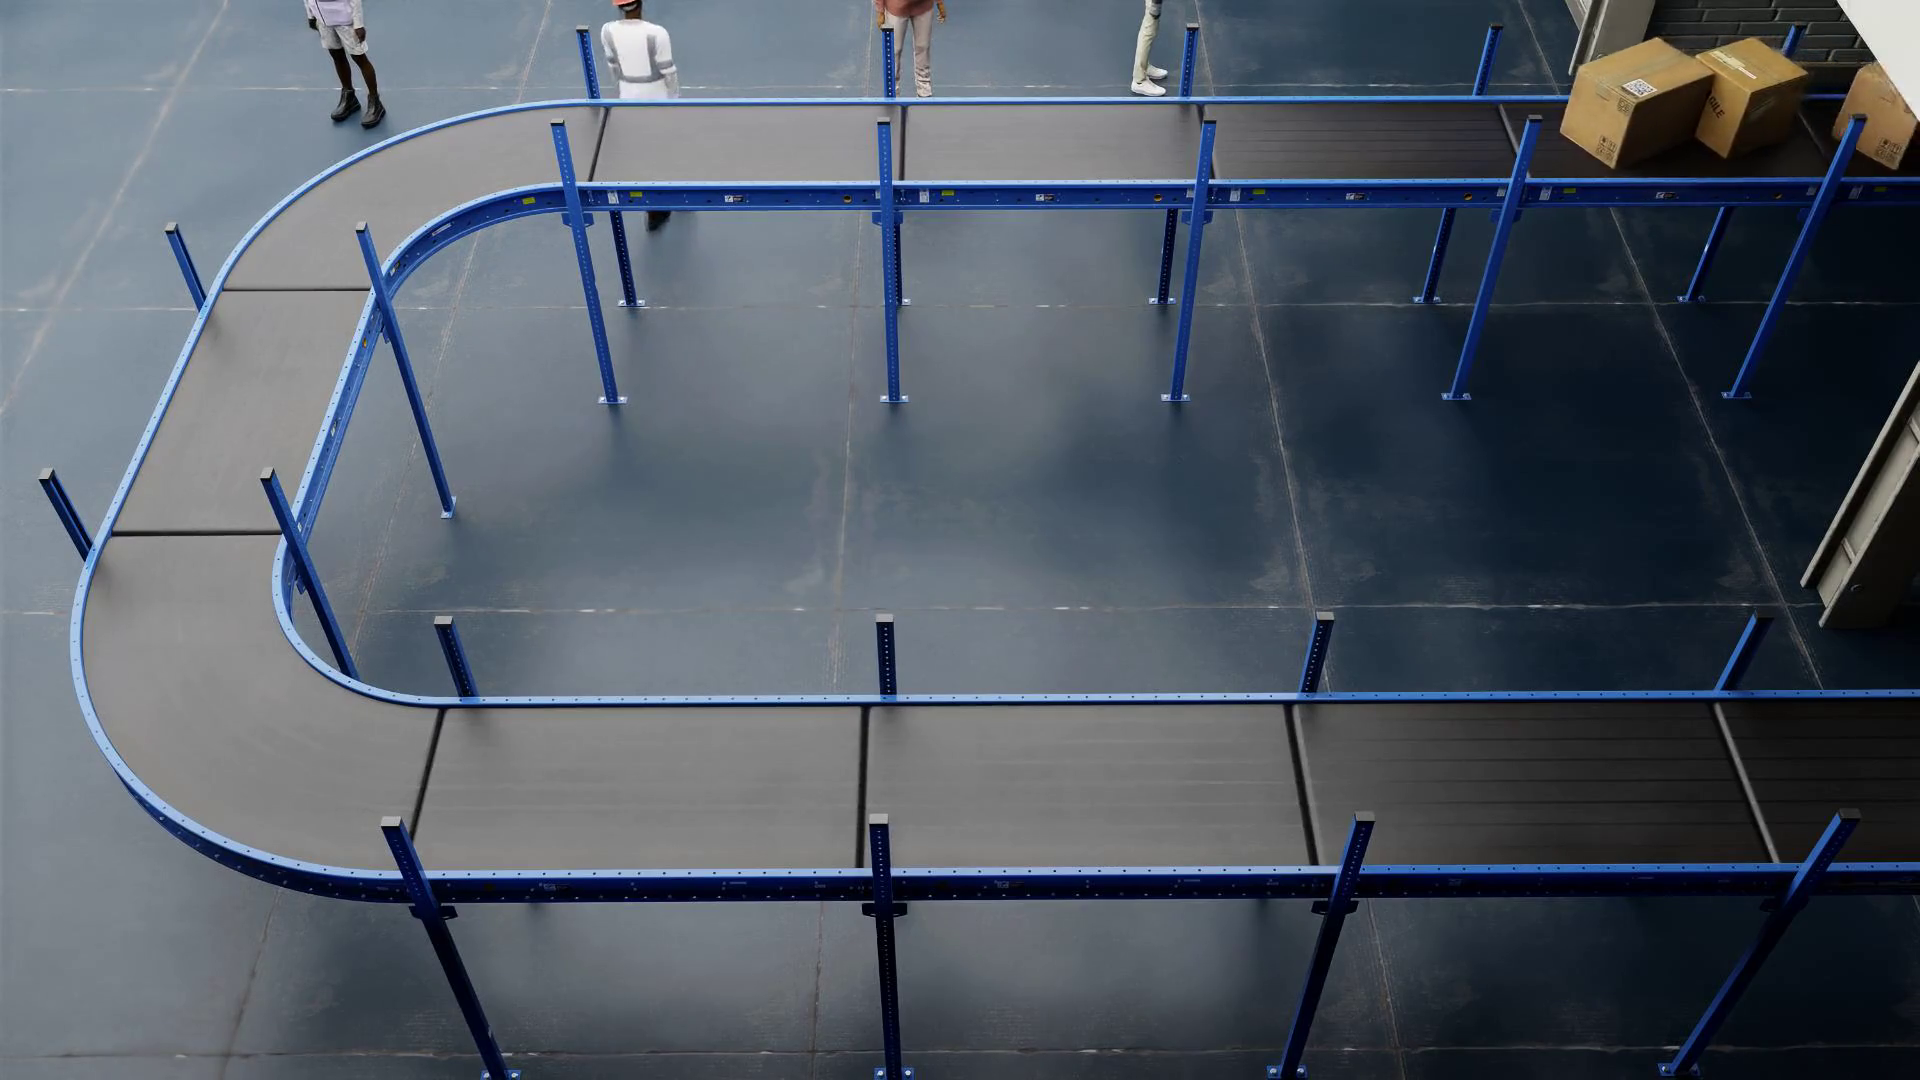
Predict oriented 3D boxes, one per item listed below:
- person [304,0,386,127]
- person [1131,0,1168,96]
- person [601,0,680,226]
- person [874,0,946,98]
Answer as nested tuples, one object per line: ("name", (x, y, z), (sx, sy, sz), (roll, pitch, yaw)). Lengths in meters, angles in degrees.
("person", (-5.083, -4.259, 13.928), (0.543, 1.939, 0.371), (18, 49, 16))
("person", (1.646, -4.610, 14.310), (0.319, 1.864, 0.516), (4, 47, 4))
("person", (-2.399, -3.415, 13.177), (0.564, 1.879, 0.927), (3, 47, 3))
("person", (-0.404, -4.367, 13.991), (0.610, 1.996, 0.379), (-14, 49, -13))
